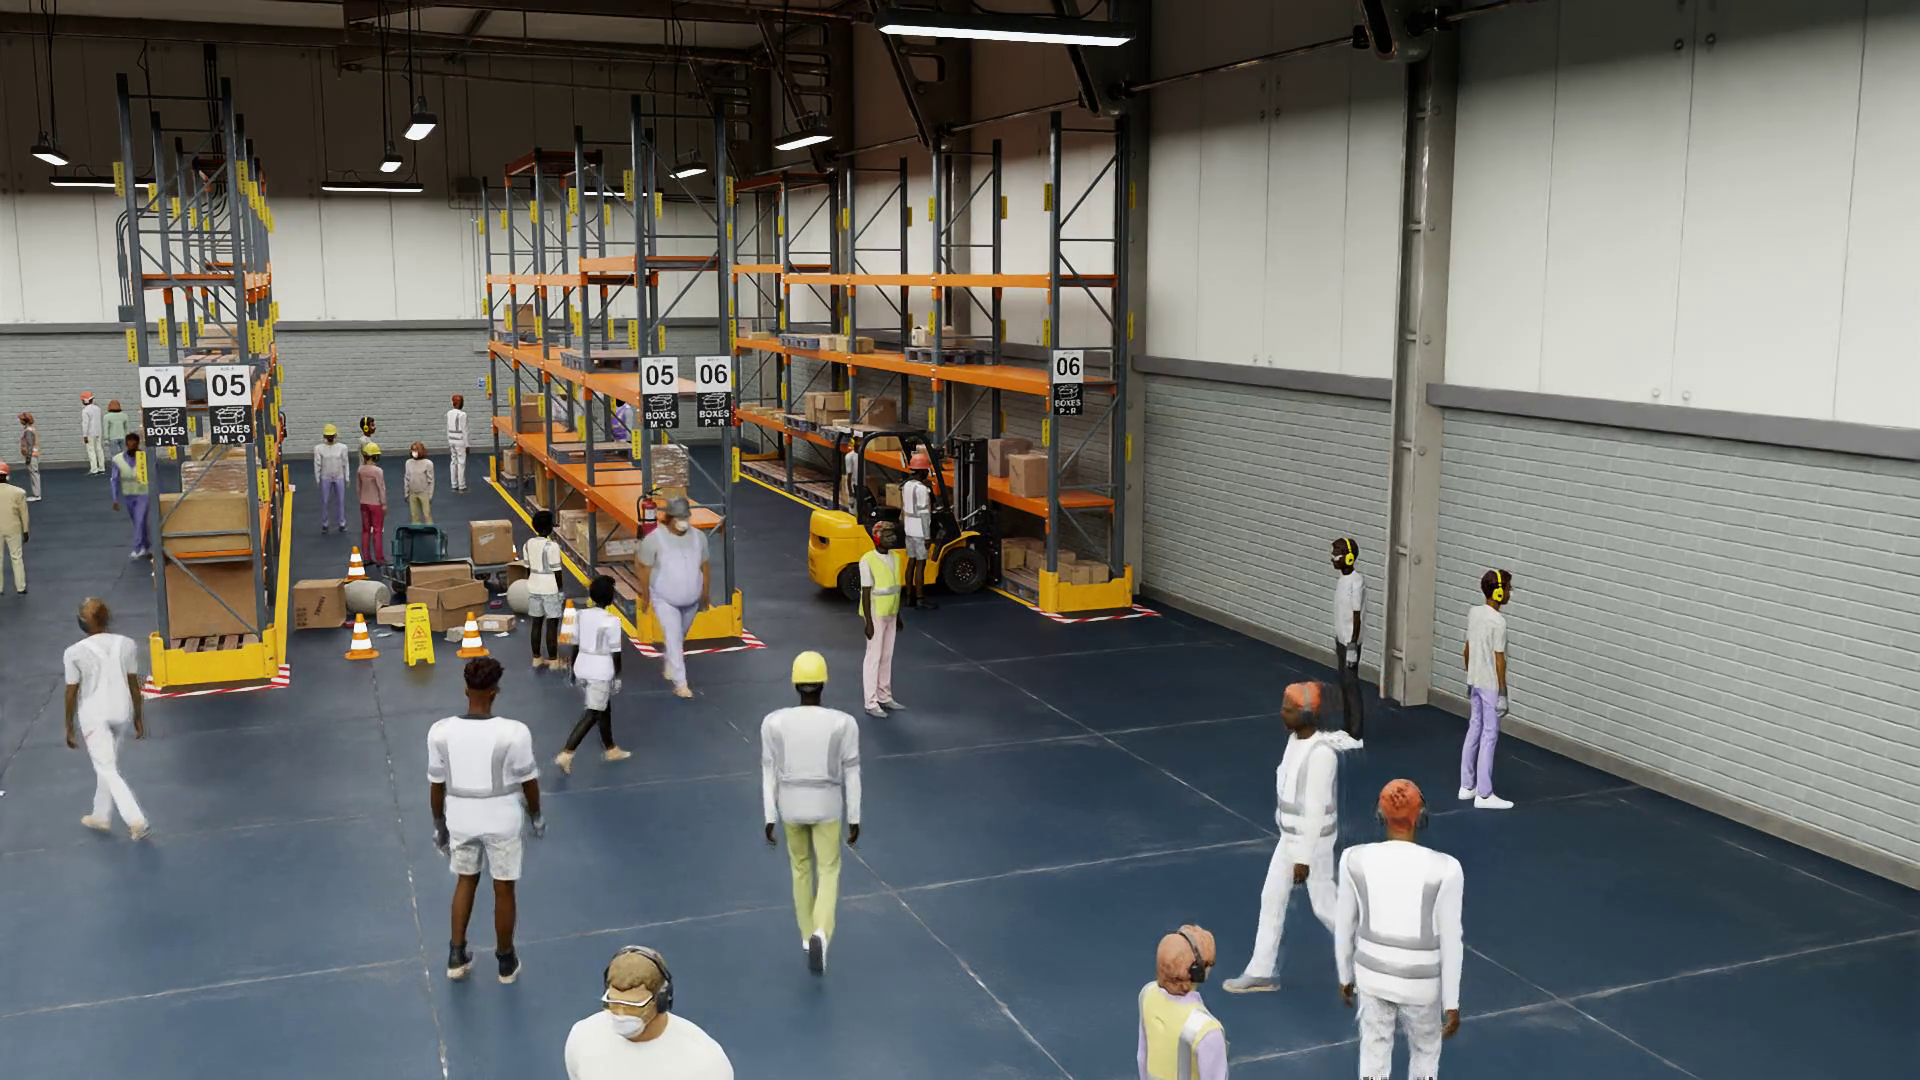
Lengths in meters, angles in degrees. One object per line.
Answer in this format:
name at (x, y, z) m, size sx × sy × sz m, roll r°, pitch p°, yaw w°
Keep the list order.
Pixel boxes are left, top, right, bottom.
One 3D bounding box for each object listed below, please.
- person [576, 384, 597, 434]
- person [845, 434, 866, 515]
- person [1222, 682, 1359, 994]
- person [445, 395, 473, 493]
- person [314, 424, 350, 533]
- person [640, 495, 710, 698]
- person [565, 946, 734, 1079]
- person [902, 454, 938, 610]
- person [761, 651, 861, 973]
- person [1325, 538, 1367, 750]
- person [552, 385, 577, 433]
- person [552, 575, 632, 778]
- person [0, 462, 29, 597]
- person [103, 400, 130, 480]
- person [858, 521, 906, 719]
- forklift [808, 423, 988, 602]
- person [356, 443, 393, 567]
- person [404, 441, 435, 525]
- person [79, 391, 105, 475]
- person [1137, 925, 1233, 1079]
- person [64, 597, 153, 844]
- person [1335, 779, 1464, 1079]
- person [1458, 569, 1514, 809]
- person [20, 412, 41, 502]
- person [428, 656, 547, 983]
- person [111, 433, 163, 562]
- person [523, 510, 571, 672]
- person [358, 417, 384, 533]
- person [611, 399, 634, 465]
person at (-8.585, -2.845, 38.087) m, size 0.929 × 1.864 × 0.659 m, roll 3°, pitch 9°, yaw 15°
person at (-1.506, -0.663, 24.383) m, size 0.330 × 1.865 × 0.518 m, roll 3°, pitch 10°, yaw 20°
person at (2.033, 1.713, 9.496) m, size 0.931 × 1.852 × 0.585 m, roll -2°, pitch 9°, yaw -9°
person at (-9.544, -1.827, 31.664) m, size 0.575 × 1.880 × 0.358 m, roll 7°, pitch 11°, yaw 38°
person at (-10.083, -0.987, 26.724) m, size 0.533 × 1.767 × 0.326 m, roll -5°, pitch 10°, yaw -26°
person at (-2.861, 0.478, 16.638) m, size 0.689 × 2.000 × 1.024 m, roll -5°, pitch 11°, yaw -31°
person at (-1.054, 2.280, 5.651) m, size 0.631 × 1.932 × 0.362 m, roll 4°, pitch 10°, yaw 23°
person at (-0.504, -0.101, 20.609) m, size 0.355 × 1.938 × 0.544 m, roll -5°, pitch 10°, yaw -29°
person at (-0.892, 1.614, 9.921) m, size 0.592 × 1.907 × 0.744 m, roll 0°, pitch 9°, yaw 2°
person at (3.385, 0.901, 14.558) m, size 0.322 × 1.861 × 0.513 m, roll 0°, pitch 9°, yaw -2°
person at (-8.662, -2.514, 36.323) m, size 0.635 × 1.781 × 0.941 m, roll -6°, pitch 11°, yaw -35°
person at (-3.087, 1.125, 13.799) m, size 0.545 × 1.658 × 0.847 m, roll 7°, pitch 12°, yaw 39°
person at (-12.322, -0.139, 21.468) m, size 0.557 × 1.744 × 0.355 m, roll -5°, pitch 10°, yaw -27°
person at (-17.042, -2.015, 33.639) m, size 0.292 × 1.625 × 0.505 m, roll 7°, pitch 12°, yaw 38°
person at (-0.744, 0.731, 15.656) m, size 0.390 × 1.846 × 0.564 m, roll 5°, pitch 10°, yaw 29°
forklift at (-0.830, -0.399, 21.676) m, size 2.313 × 2.155 × 1.214 m, roll -4°, pitch 10°, yaw -21°
person at (-8.338, -0.497, 23.637) m, size 0.523 × 1.769 × 0.323 m, roll 5°, pitch 10°, yaw 30°
person at (-8.188, -0.679, 25.191) m, size 0.500 × 1.636 × 0.284 m, roll 2°, pitch 9°, yaw 14°
person at (-18.029, -2.210, 34.494) m, size 0.350 × 1.743 × 0.569 m, roll 1°, pitch 9°, yaw 4°
person at (0.863, 2.294, 6.456) m, size 0.309 × 1.645 × 0.514 m, roll -5°, pitch 10°, yaw -29°
person at (-6.208, 1.313, 12.139) m, size 0.918 × 1.813 × 0.517 m, roll 6°, pitch 11°, yaw 33°
person at (2.006, 2.008, 7.600) m, size 0.596 × 1.847 × 0.744 m, roll 5°, pitch 10°, yaw 26°
person at (4.117, 1.150, 12.951) m, size 0.310 × 1.868 × 0.532 m, roll -2°, pitch 9°, yaw -12°
person at (-17.050, -1.525, 30.507) m, size 0.308 × 1.640 × 0.510 m, roll -4°, pitch 10°, yaw -25°
person at (-2.747, 1.627, 9.685) m, size 0.613 × 1.950 × 0.461 m, roll 1°, pitch 9°, yaw 8°
person at (-11.981, -0.615, 24.188) m, size 0.607 × 1.829 × 1.005 m, roll -2°, pitch 9°, yaw -11°
person at (-4.326, 0.530, 17.381) m, size 0.535 × 1.700 × 0.318 m, roll 7°, pitch 11°, yaw 36°
person at (-9.499, -1.048, 26.782) m, size 0.328 × 1.872 × 0.513 m, roll -3°, pitch 10°, yaw -19°
person at (-6.748, -2.043, 33.176) m, size 0.429 × 1.836 × 0.632 m, roll -7°, pitch 11°, yaw -38°
